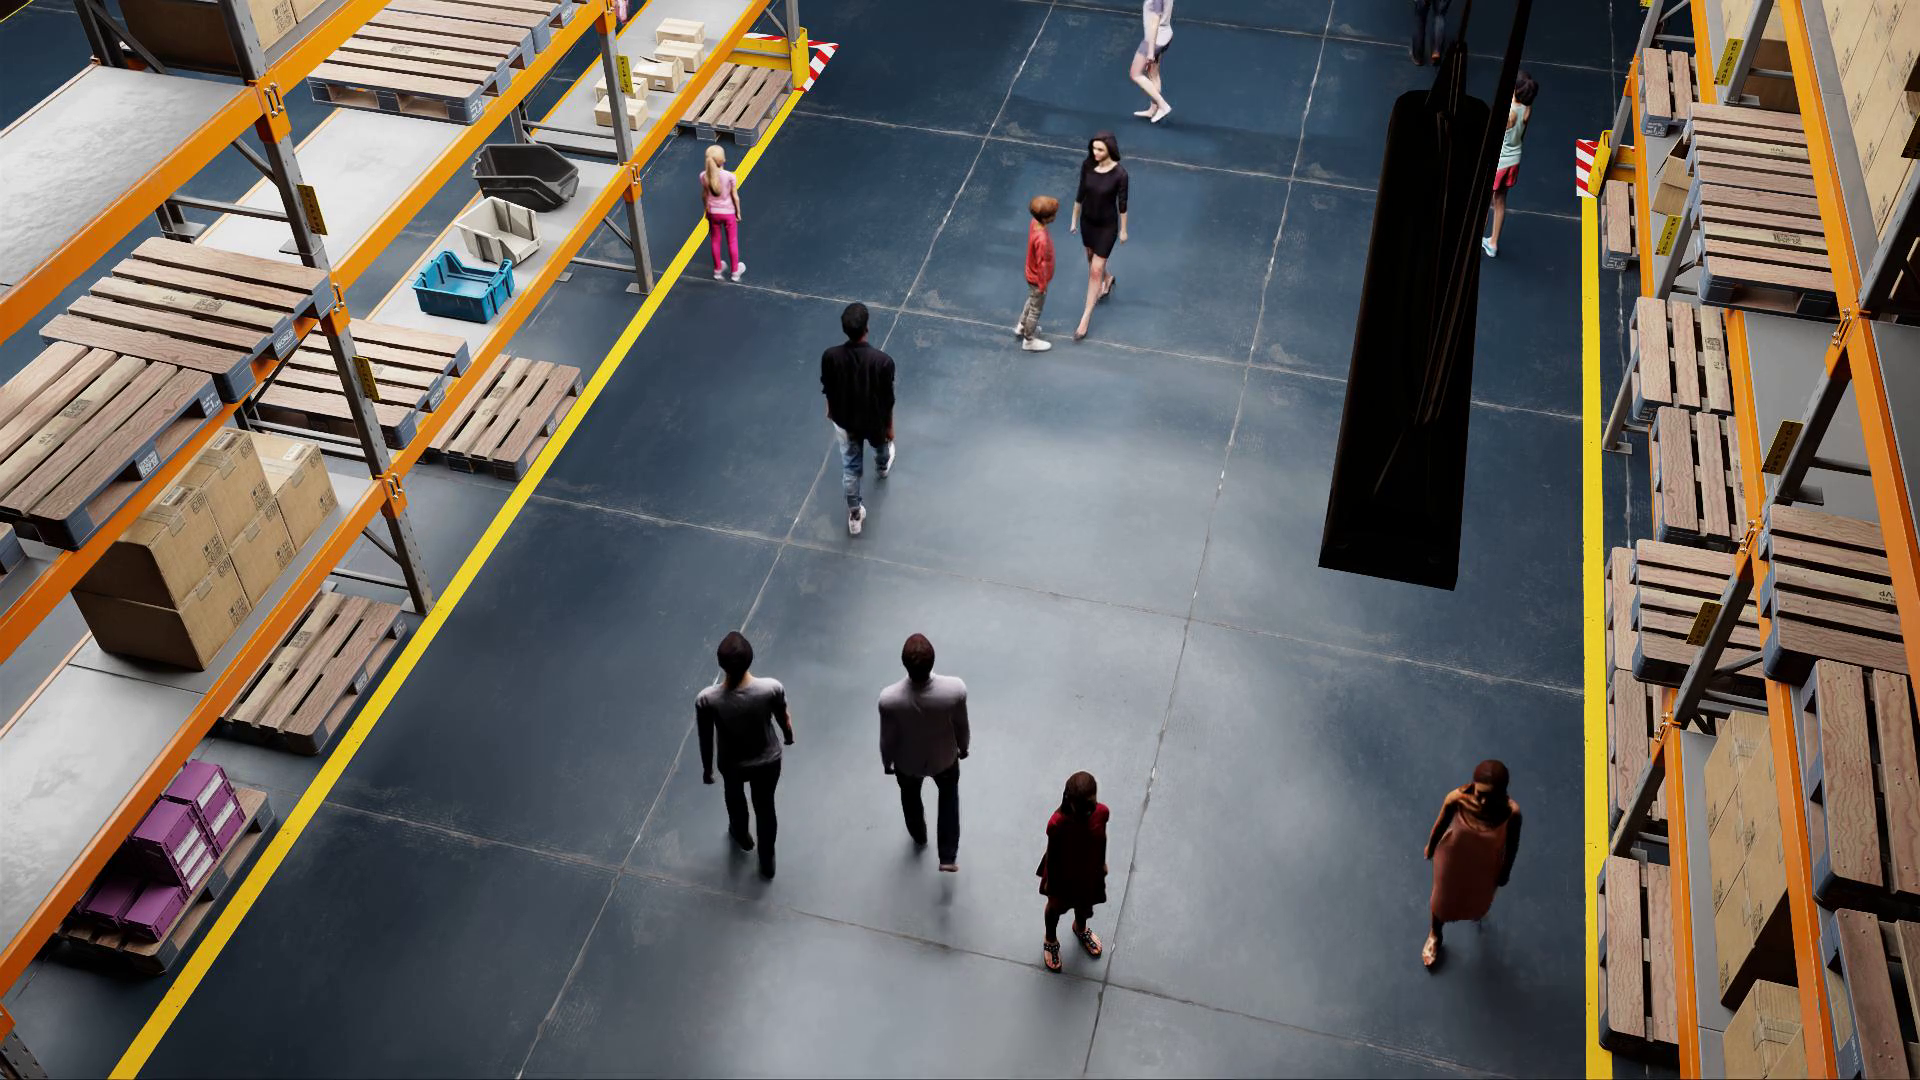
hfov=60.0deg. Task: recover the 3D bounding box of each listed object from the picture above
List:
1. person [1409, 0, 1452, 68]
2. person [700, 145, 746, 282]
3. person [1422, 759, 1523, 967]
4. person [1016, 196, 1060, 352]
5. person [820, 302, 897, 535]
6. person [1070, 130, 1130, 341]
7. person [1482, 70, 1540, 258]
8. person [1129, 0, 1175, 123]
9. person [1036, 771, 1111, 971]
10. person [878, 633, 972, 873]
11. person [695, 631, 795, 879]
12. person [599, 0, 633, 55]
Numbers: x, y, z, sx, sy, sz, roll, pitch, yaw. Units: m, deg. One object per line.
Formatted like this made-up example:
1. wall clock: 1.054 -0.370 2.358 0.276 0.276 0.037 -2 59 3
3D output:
1. person: 4.836 -5.602 16.821 0.790 1.809 0.958 1 44 1
2. person: -2.055 -2.819 14.288 0.508 1.272 0.539 3 44 3
3. person: 2.826 1.702 9.157 0.692 1.803 0.889 16 46 16
4. person: 0.630 -2.170 13.506 0.661 1.411 0.549 -3 44 -3
5. person: -0.722 -0.814 11.817 0.788 1.778 1.151 6 44 6
6. person: 1.182 -2.580 13.680 0.894 1.766 1.115 29 51 27
7. person: 4.661 -3.233 14.366 0.667 1.764 0.722 -19 47 -19
8. person: 1.959 -4.799 16.019 0.703 1.752 0.652 18 47 18
9. person: 0.640 1.801 9.235 0.680 1.554 0.739 -16 46 -16
10. person: -0.185 1.278 9.576 0.903 1.840 1.057 -6 44 -6
11. person: -1.196 1.320 9.527 0.824 1.848 0.844 -6 44 -6
12. person: -3.513 -5.523 17.026 0.617 1.410 0.996 15 46 15
